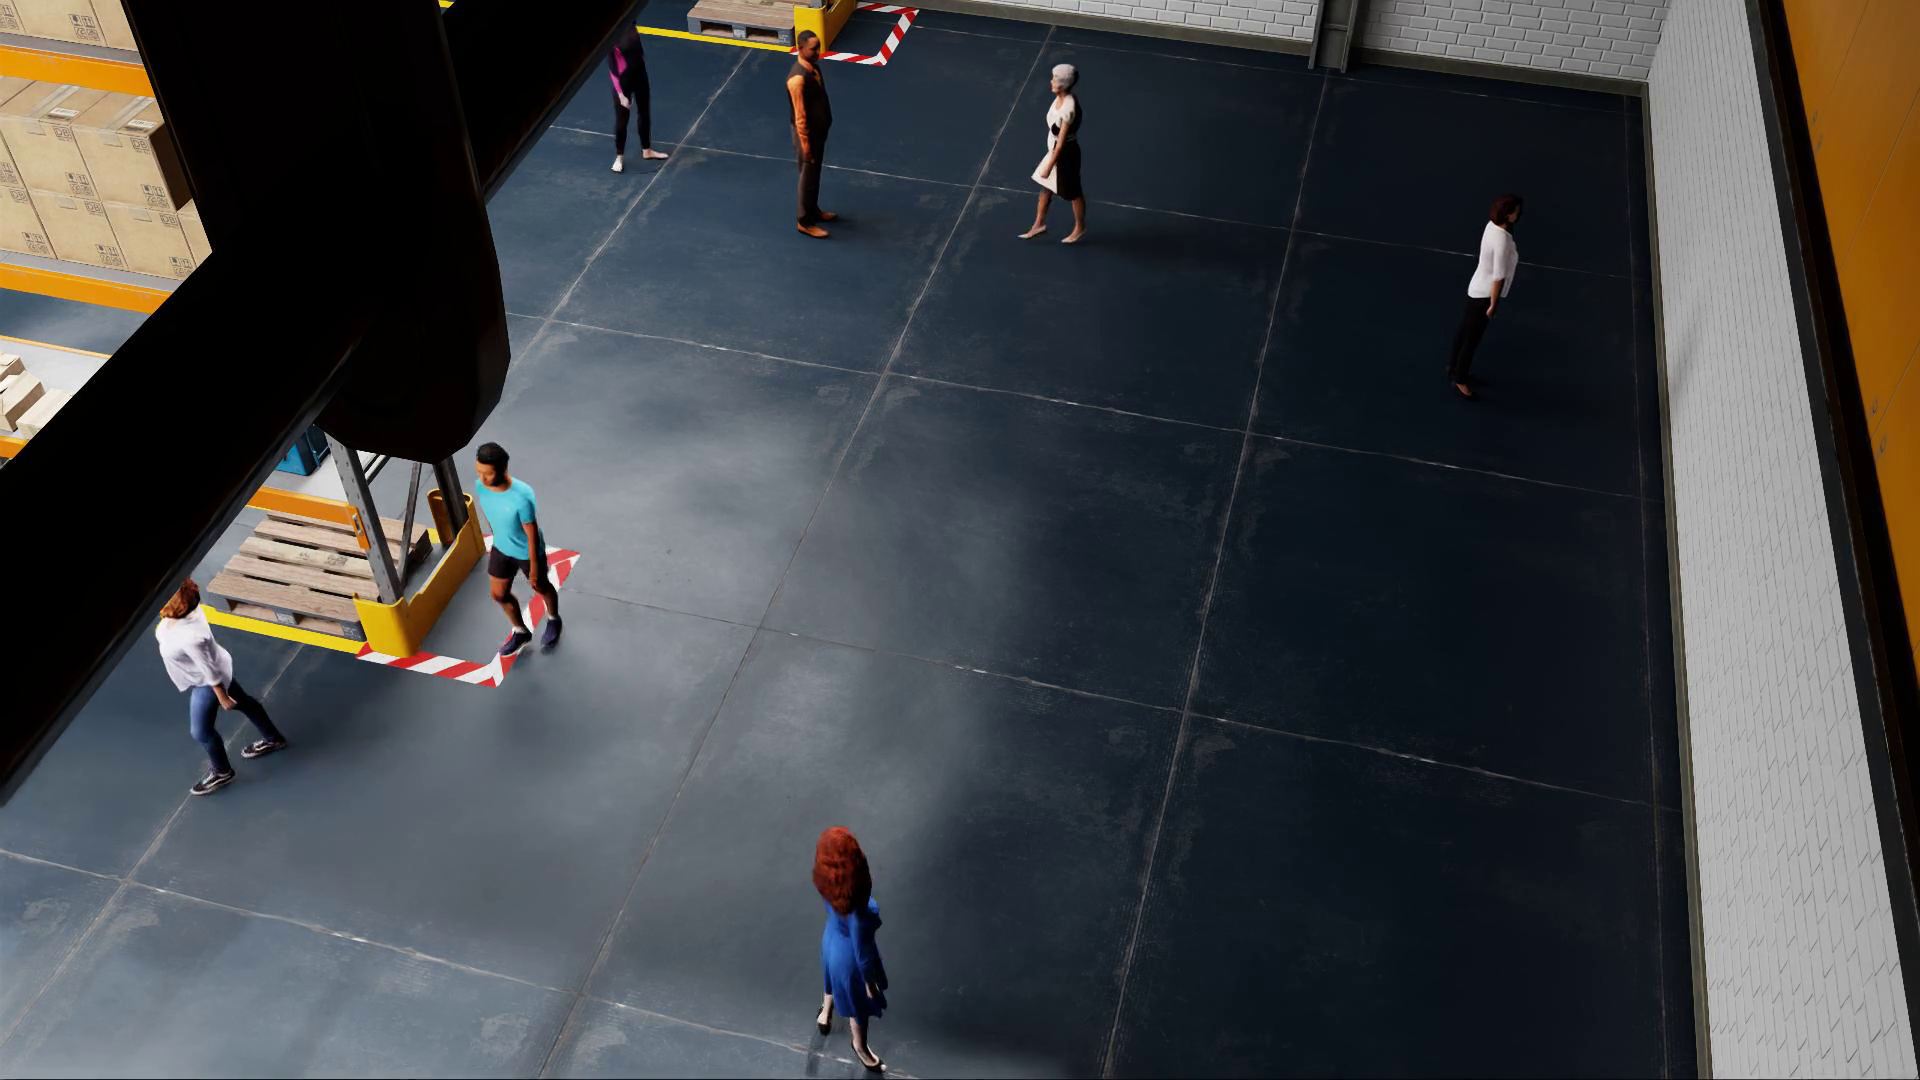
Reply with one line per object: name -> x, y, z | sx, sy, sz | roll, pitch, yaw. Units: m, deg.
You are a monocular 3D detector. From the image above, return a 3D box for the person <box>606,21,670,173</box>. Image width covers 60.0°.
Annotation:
person -> -3.052, -4.306, 15.541 | 0.715, 1.730, 0.782 | 16, 46, 16

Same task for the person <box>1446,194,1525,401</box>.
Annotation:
person -> 4.082, -1.914, 12.983 | 0.562, 1.794, 0.632 | 5, 44, 5

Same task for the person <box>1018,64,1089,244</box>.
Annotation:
person -> 1.009, -3.319, 14.507 | 0.965, 1.727, 0.819 | -8, 44, -8

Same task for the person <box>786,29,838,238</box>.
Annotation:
person -> -1.341, -3.597, 14.669 | 0.613, 1.906, 0.701 | 8, 44, 8

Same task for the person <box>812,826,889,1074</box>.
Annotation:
person -> -0.561, 2.203, 8.652 | 0.839, 1.808, 0.807 | -6, 44, -7

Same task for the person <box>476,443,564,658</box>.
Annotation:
person -> -2.857, -0.007, 11.007 | 0.706, 1.760, 0.758 | 15, 46, 16

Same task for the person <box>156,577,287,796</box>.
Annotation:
person -> -4.518, 0.789, 10.224 | 0.974, 1.686, 0.897 | -17, 46, -17
